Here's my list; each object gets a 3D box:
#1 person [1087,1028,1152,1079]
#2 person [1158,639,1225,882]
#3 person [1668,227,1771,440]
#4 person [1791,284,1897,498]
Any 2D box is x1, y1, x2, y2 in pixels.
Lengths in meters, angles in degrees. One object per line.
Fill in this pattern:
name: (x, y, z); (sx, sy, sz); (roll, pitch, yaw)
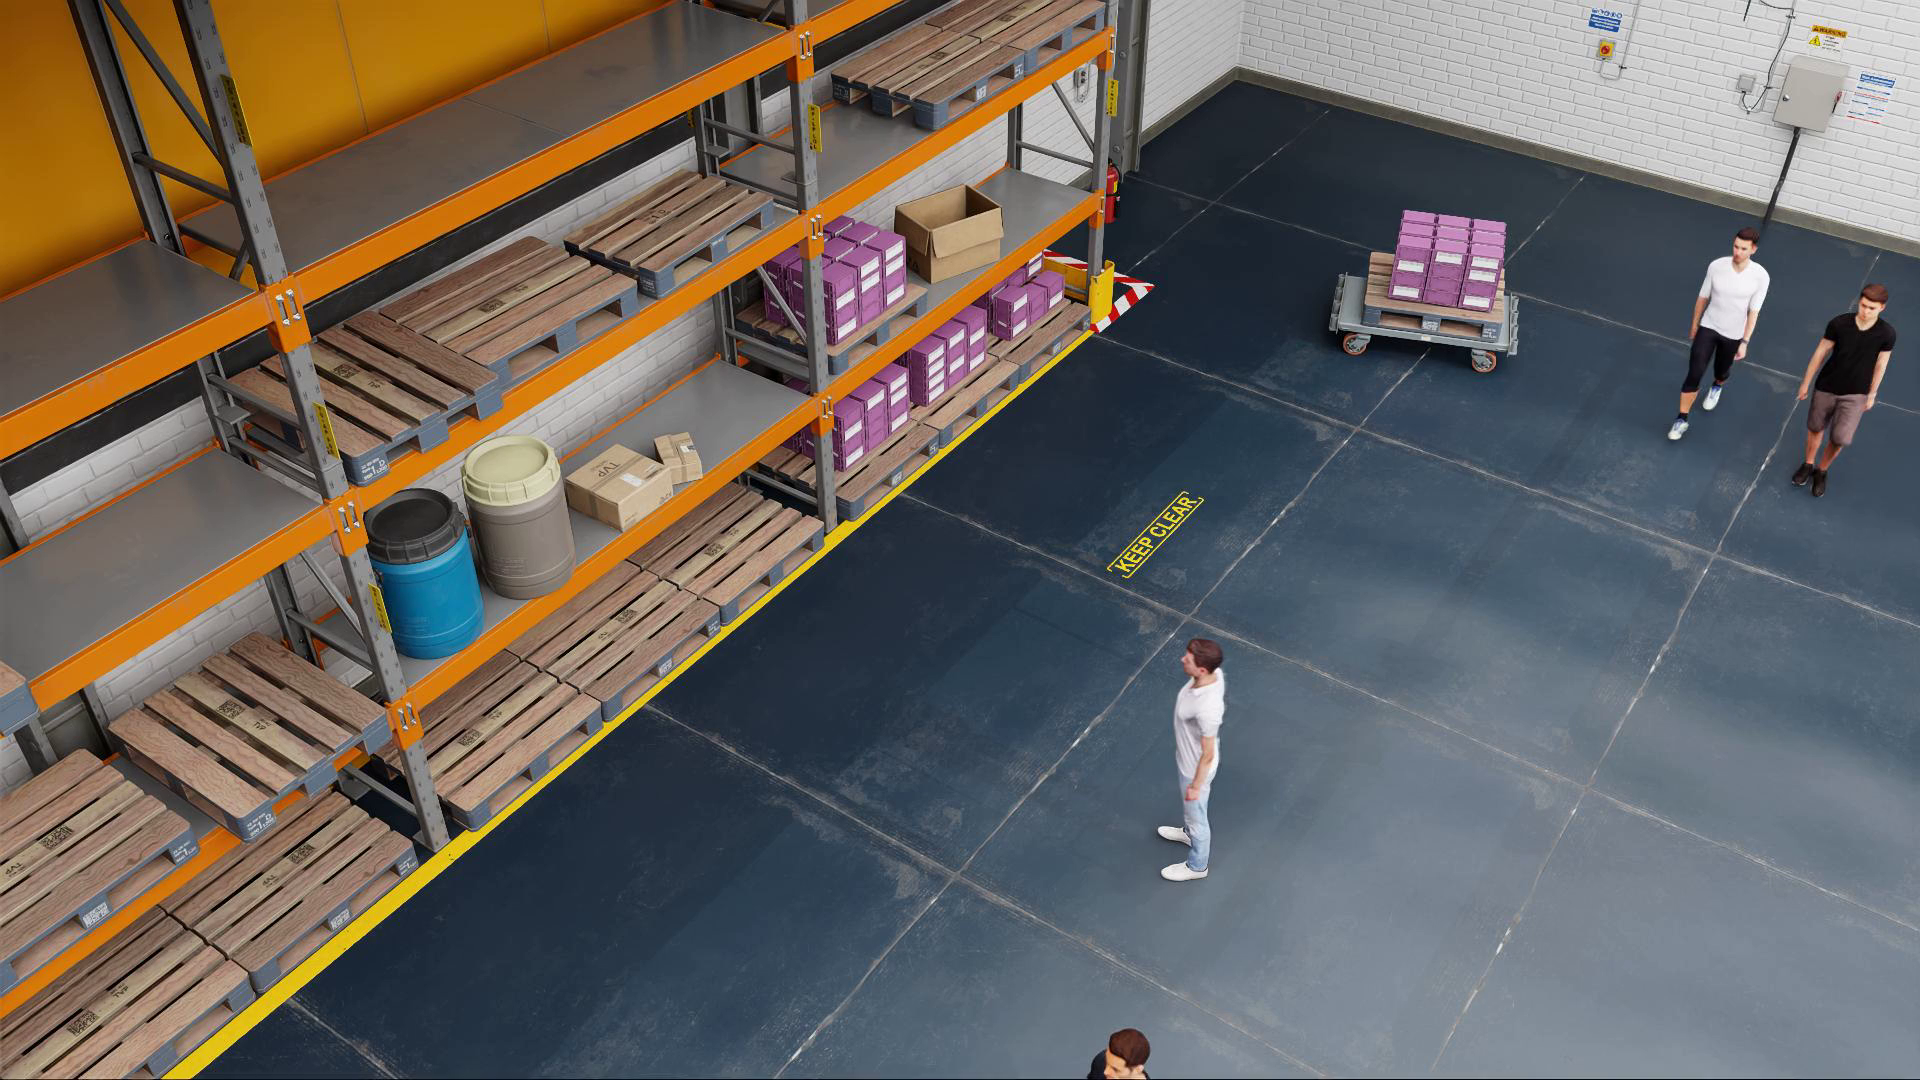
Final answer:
person: (0.768, 2.923, 7.941); (0.619, 1.857, 0.696); (-29, 47, -31)
person: (1.423, 1.309, 9.968); (0.796, 1.850, 0.663); (3, 39, 4)
person: (6.370, -1.770, 13.837); (0.679, 1.832, 1.161); (22, 43, 25)
person: (7.008, -1.242, 13.163); (0.673, 1.849, 0.619); (23, 44, 26)
